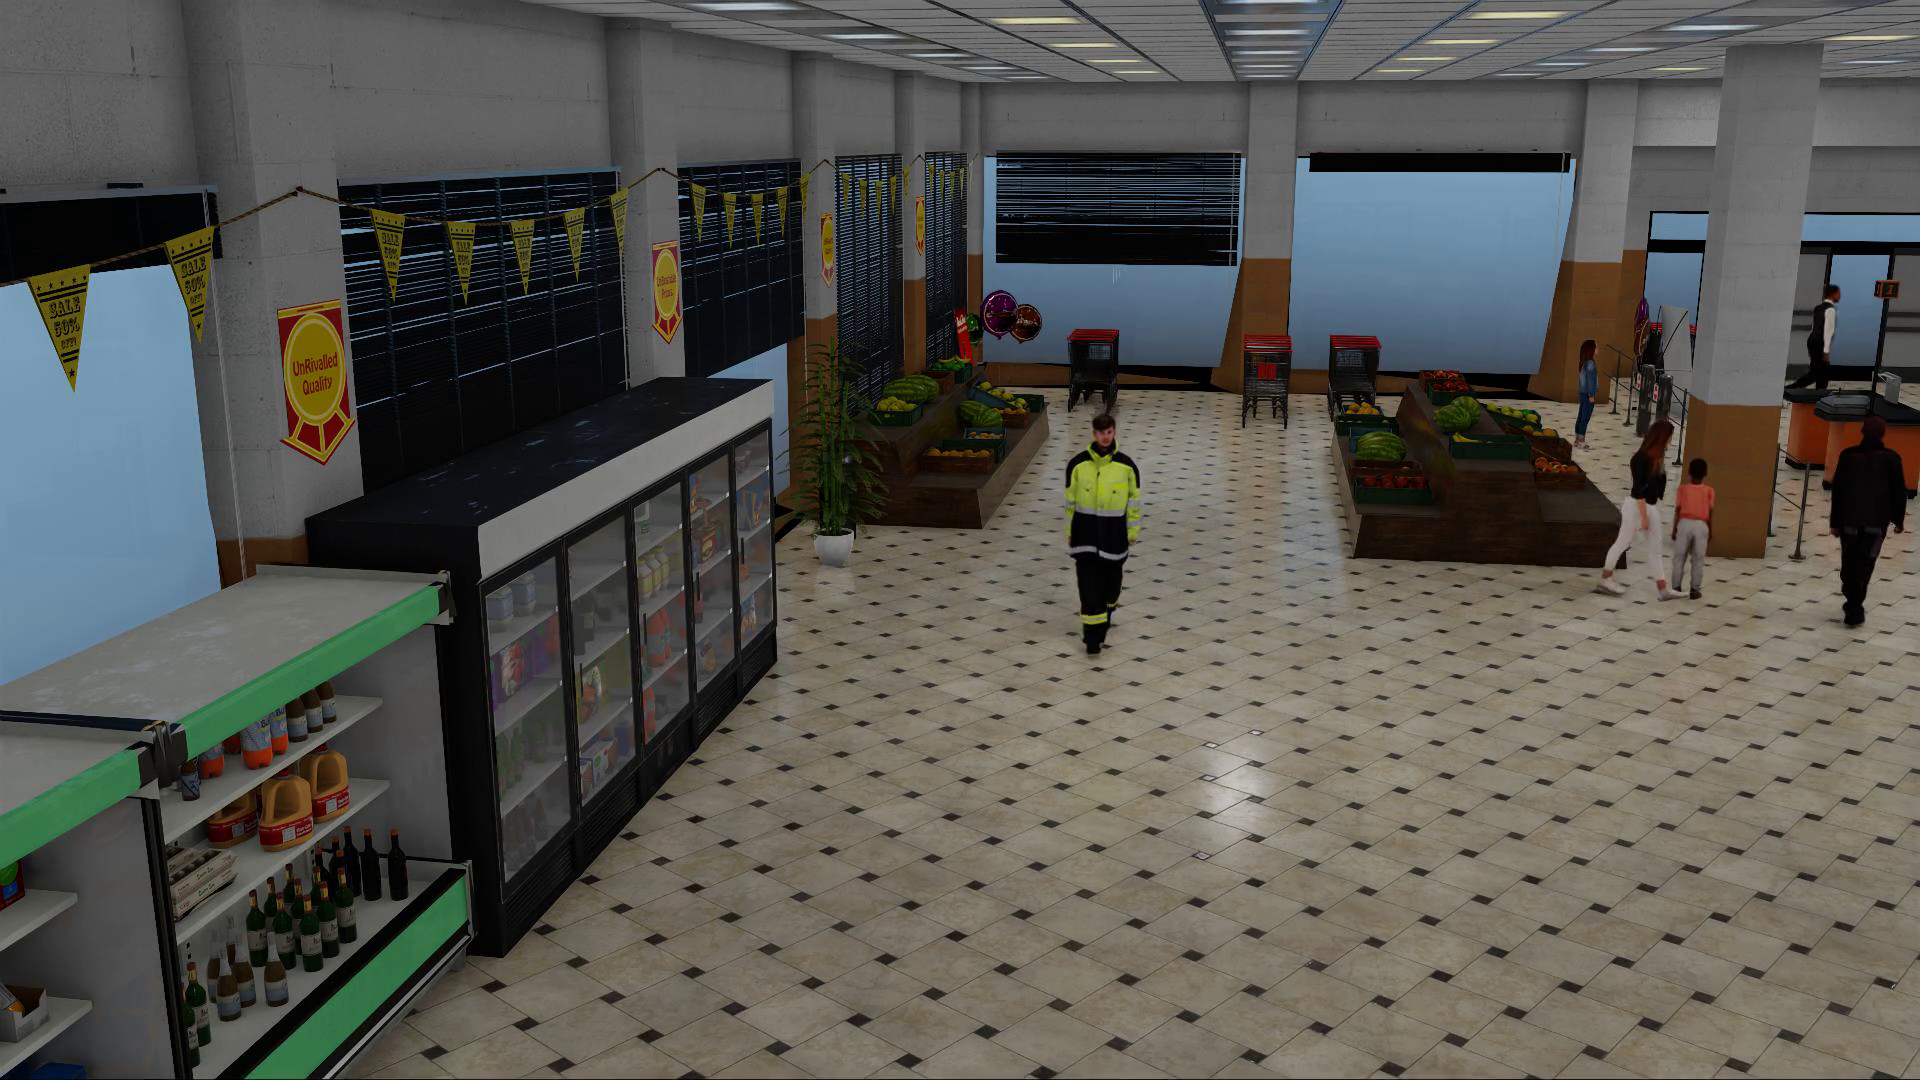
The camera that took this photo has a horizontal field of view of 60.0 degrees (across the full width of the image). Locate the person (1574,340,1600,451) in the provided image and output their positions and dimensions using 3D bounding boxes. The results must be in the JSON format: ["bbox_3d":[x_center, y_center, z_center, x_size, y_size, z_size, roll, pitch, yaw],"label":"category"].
[{"bbox_3d":[8.517,-1.985,22.599,0.633,1.477,0.441,2,14,7],"label":"person"}]

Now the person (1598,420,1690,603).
[{"bbox_3d":[6.112,-0.267,15.141,1.076,1.653,1.115,-11,17,-38],"label":"person"}]

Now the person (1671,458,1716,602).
[{"bbox_3d":[6.696,-0.102,15.192,0.548,1.310,0.557,7,15,27],"label":"person"}]

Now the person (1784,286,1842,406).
[{"bbox_3d":[13.258,-2.979,25.833,0.894,1.884,1.110,0,14,-1],"label":"person"}]

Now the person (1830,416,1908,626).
[{"bbox_3d":[7.781,-0.149,14.352,1.080,1.798,1.240,13,19,42],"label":"person"}]

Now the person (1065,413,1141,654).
[{"bbox_3d":[1.172,-0.084,13.765,0.904,1.947,1.241,0,14,0],"label":"person"}]
